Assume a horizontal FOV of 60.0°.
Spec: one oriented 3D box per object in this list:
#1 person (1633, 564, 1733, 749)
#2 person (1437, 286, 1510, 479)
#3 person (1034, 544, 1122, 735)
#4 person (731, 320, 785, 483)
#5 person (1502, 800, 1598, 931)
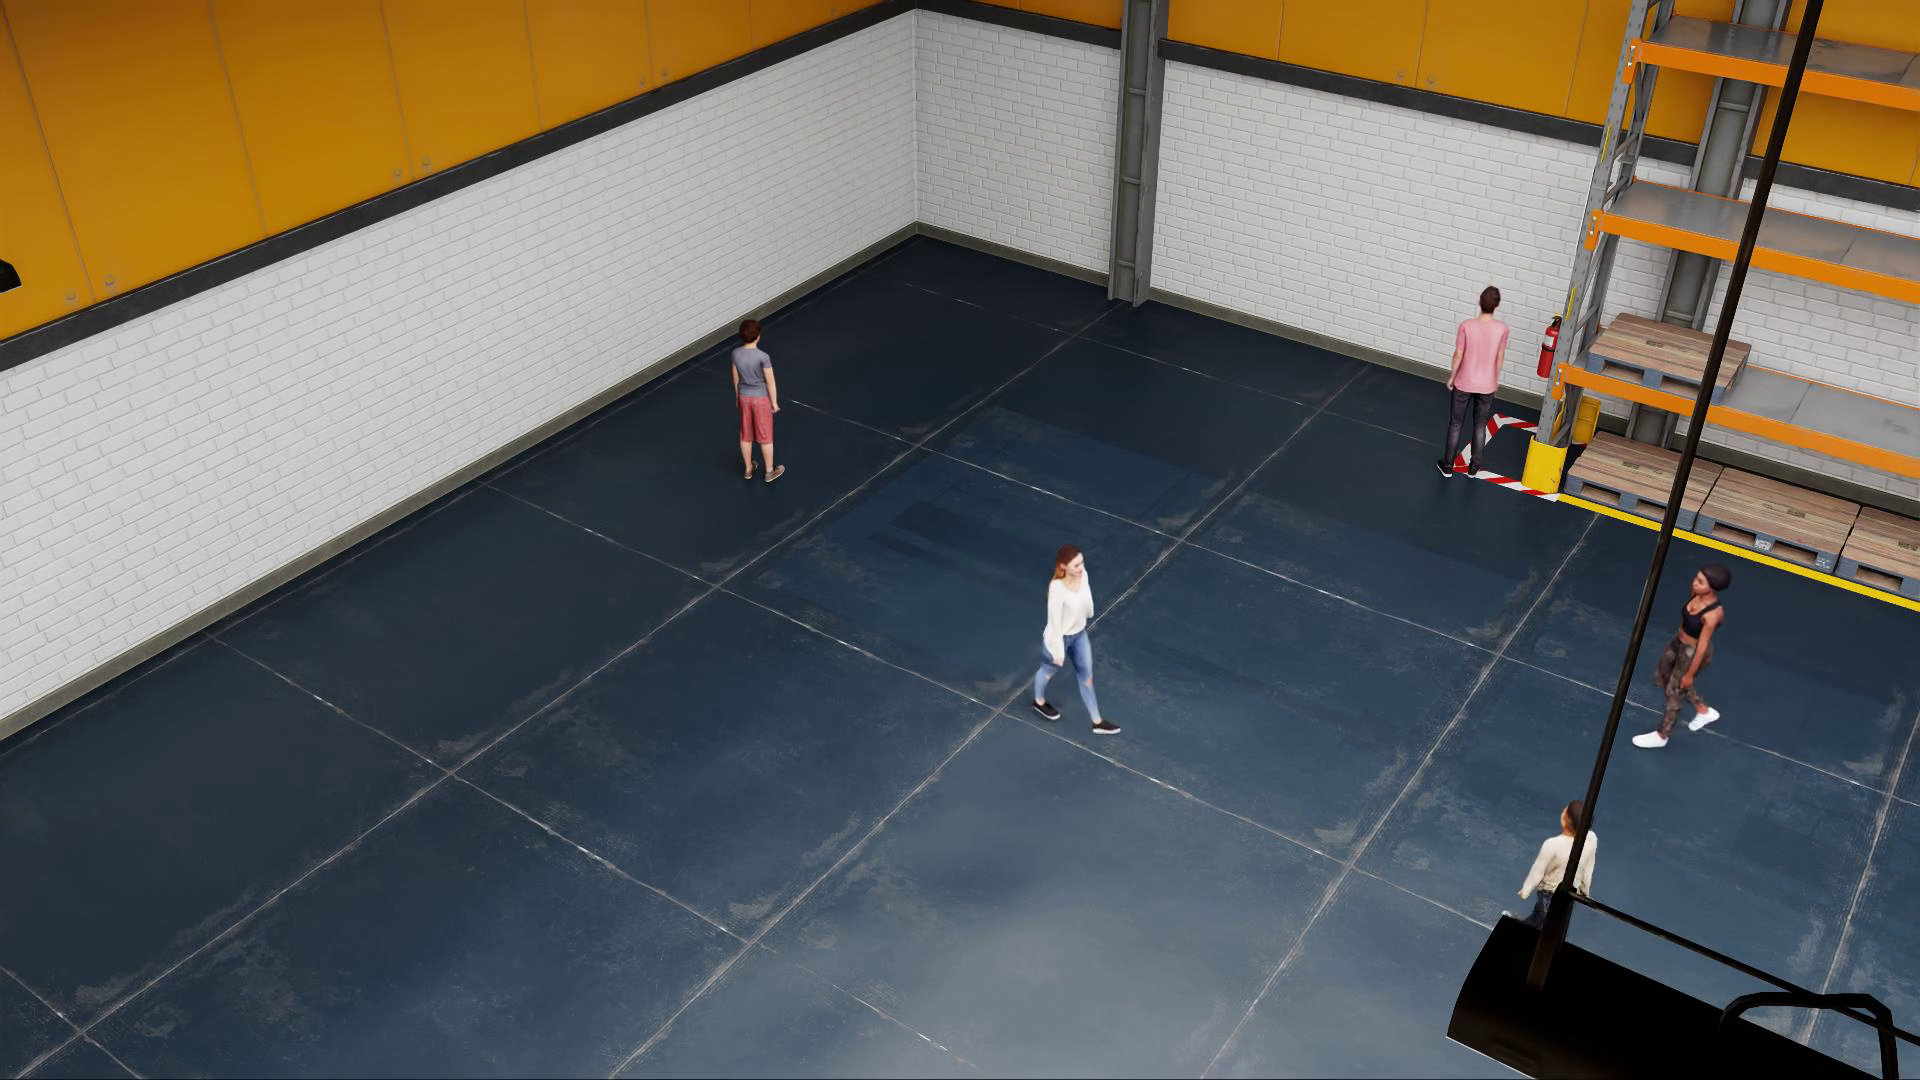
[{"bbox_3d":[5.524,0.883,12.427,0.942,1.686,0.820,2,34,4],"label":"person"},{"bbox_3d":[4.870,-1.483,15.739,0.643,1.959,0.767,5,34,7],"label":"person"},{"bbox_3d":[0.734,0.723,12.692,1.047,1.658,0.756,27,42,35],"label":"person"},{"bbox_3d":[-1.951,-1.320,15.772,0.563,1.651,0.701,10,35,14],"label":"person"},{"bbox_3d":[3.825,2.286,10.542,0.934,1.436,1.083,-11,35,-16],"label":"person"}]
